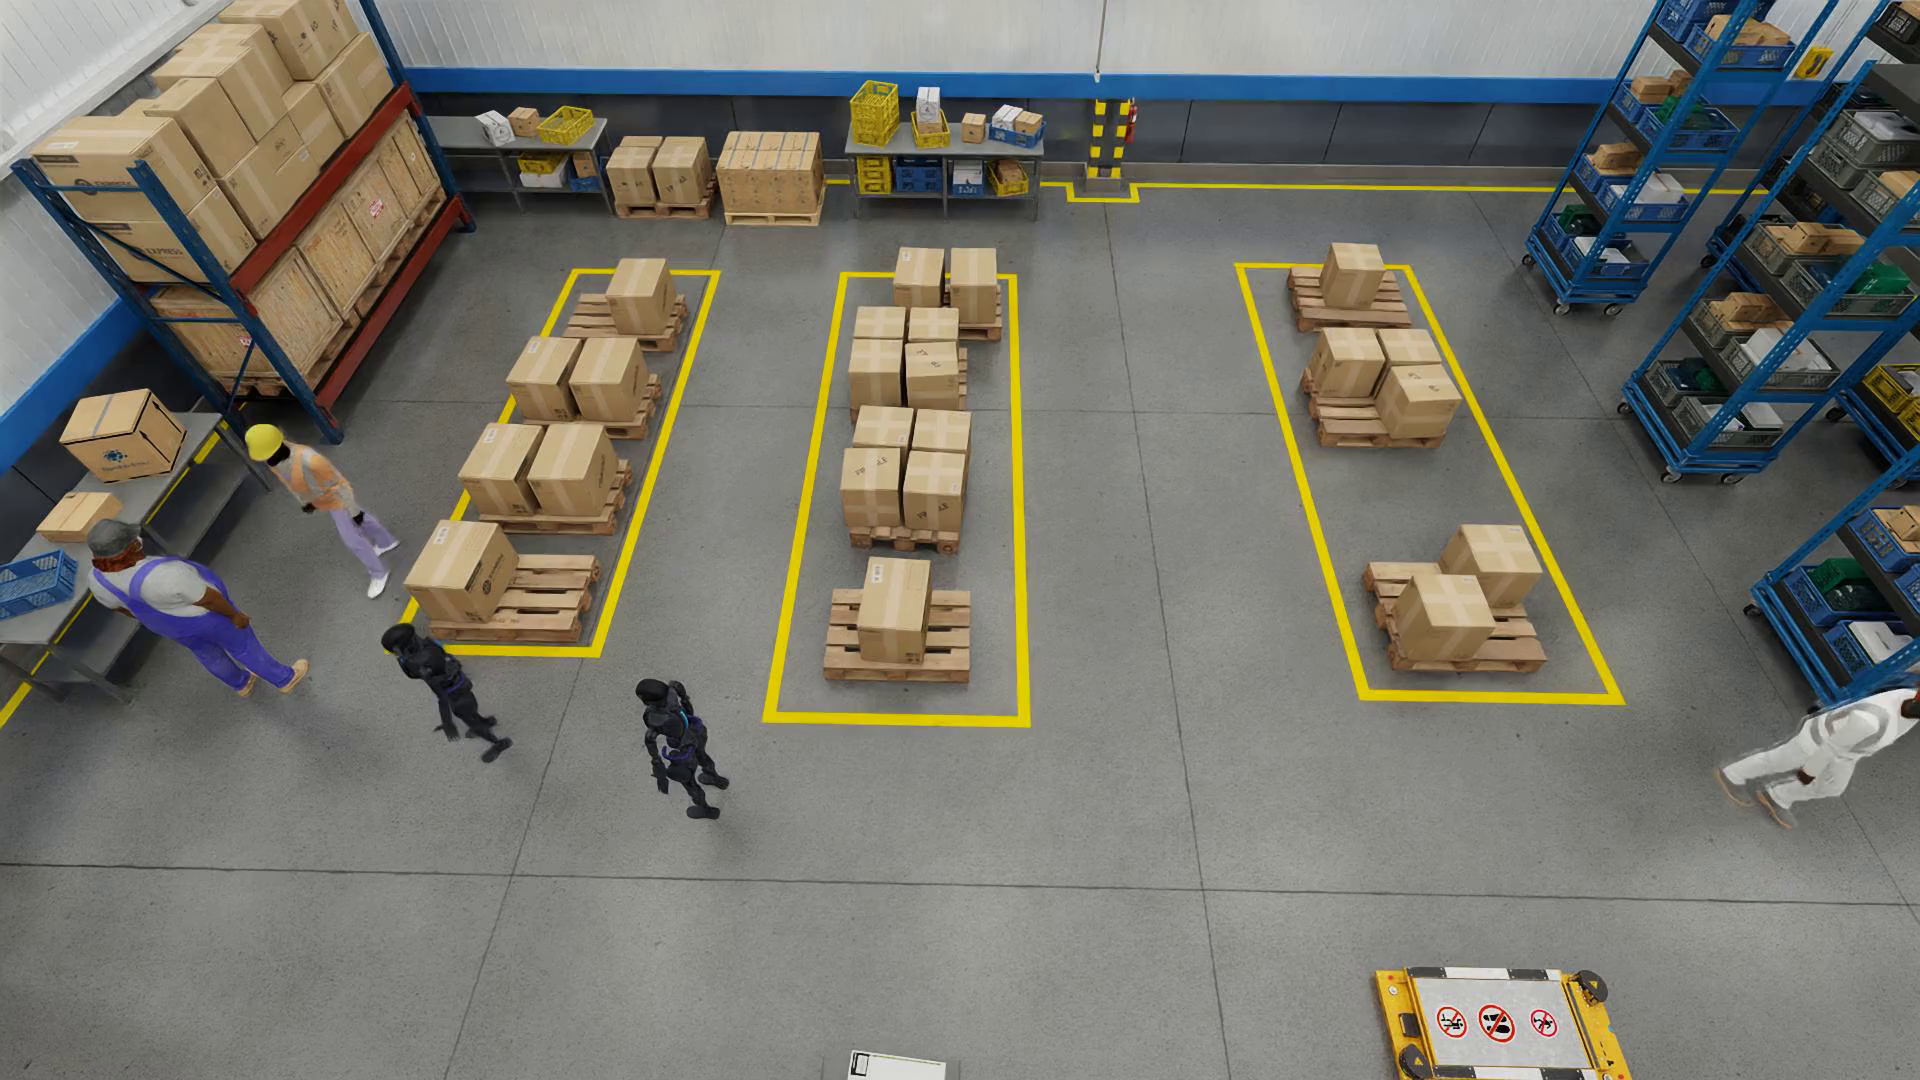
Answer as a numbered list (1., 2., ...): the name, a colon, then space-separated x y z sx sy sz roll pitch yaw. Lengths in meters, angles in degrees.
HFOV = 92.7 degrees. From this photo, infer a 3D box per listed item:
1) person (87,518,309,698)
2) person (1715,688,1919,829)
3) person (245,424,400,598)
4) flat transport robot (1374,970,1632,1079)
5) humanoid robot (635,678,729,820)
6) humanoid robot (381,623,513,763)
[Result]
1. person: -5.772 0.521 6.919 0.688 2.000 0.539 -2 51 -2
2. person: 6.002 1.455 6.274 0.583 1.853 0.652 -11 52 -9
3. person: -5.332 -0.321 7.705 0.597 1.887 0.658 16 53 13
4. flat transport robot: 3.501 3.133 5.914 1.431 0.197 0.652 1 51 1
5. humanoid robot: -1.955 1.451 6.392 0.327 1.652 0.567 7 51 6
6. humanoid robot: -3.754 1.101 6.675 0.370 1.655 0.610 -33 58 -24
